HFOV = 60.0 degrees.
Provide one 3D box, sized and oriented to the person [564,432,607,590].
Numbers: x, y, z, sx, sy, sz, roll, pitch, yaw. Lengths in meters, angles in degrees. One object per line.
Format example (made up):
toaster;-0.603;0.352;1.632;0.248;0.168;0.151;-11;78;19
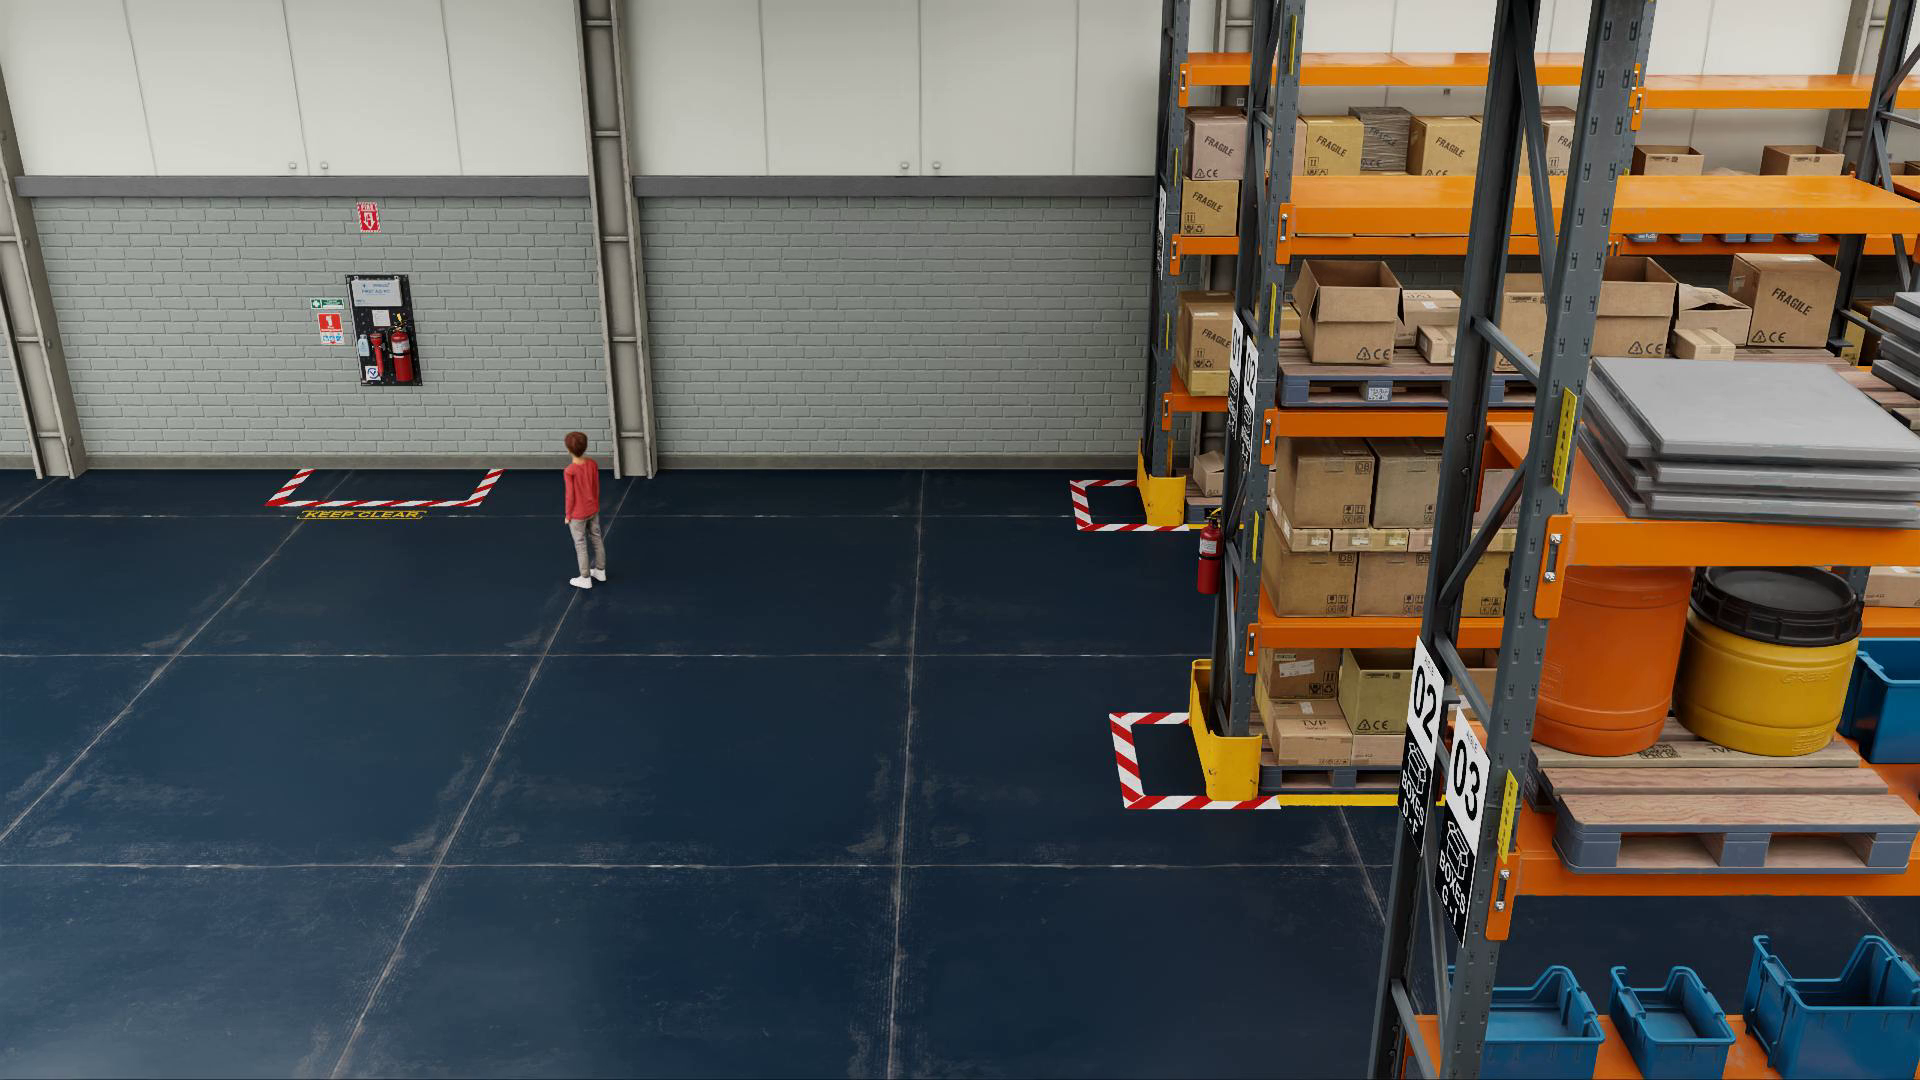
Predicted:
person;-3.294;-0.272;14.573;0.626;1.417;0.587;17;28;35
